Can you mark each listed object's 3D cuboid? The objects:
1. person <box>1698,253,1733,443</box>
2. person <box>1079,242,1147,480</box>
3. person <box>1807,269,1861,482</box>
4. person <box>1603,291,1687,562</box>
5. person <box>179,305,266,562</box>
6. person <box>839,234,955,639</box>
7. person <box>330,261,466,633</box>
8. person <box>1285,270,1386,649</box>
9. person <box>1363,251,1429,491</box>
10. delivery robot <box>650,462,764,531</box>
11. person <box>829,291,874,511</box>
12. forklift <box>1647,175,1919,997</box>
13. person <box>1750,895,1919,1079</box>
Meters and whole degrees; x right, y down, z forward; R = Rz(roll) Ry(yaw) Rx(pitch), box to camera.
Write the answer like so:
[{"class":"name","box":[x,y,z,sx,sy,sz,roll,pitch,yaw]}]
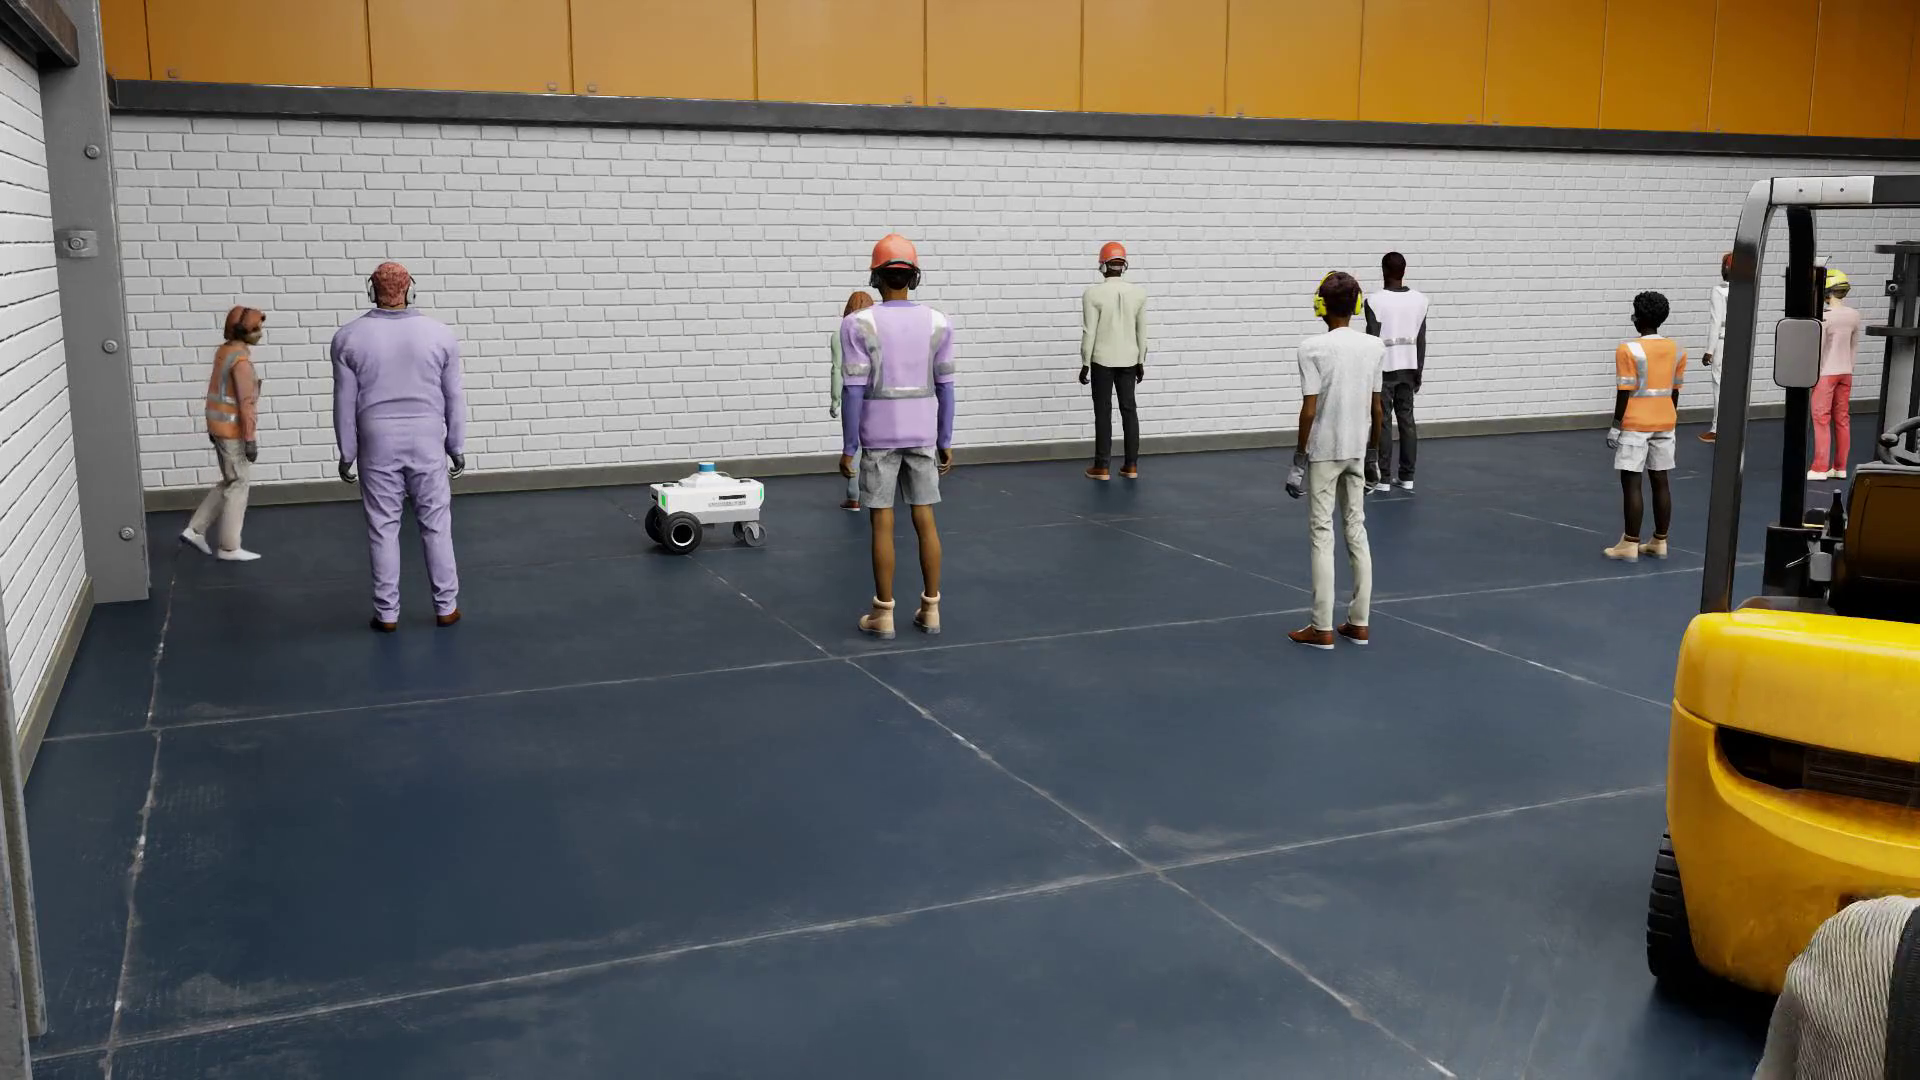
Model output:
[{"class":"person","box":[7.626,-1.900,16.504,0.582,1.882,0.338,-4,11,-22]},{"class":"person","box":[1.283,-1.507,14.034,0.619,1.992,0.396,-4,11,-22]},{"class":"person","box":[7.257,-1.369,13.908,0.531,1.765,0.327,-4,11,-22]},{"class":"person","box":[4.297,-0.709,10.455,0.539,1.695,0.318,-4,11,-22]},{"class":"person","box":[-4.568,-0.652,10.365,0.549,1.608,0.557,-7,12,-33]},{"class":"person","box":[-0.330,-0.522,8.472,0.613,2.041,0.393,-4,11,-22]},{"class":"person","box":[-2.893,-0.479,8.613,0.649,1.906,0.401,-4,11,-22]},{"class":"person","box":[1.857,-0.391,8.244,0.528,1.865,0.313,-4,11,-22]},{"class":"person","box":[3.493,-1.352,13.397,0.594,1.915,0.373,-4,11,-22]},{"class":"delivery robot","box":[-1.656,-0.268,10.917,0.707,0.478,0.477,-4,11,-23]},{"class":"person","box":[-0.730,-1.033,12.416,0.505,1.632,0.269,-4,11,-22]},{"class":"forklift","box":[2.810,0.094,4.662,1.214,2.155,2.313,7,12,34]},{"class":"person","box":[0.715,0.905,1.297,0.361,1.812,0.706,-5,11,-24]}]
